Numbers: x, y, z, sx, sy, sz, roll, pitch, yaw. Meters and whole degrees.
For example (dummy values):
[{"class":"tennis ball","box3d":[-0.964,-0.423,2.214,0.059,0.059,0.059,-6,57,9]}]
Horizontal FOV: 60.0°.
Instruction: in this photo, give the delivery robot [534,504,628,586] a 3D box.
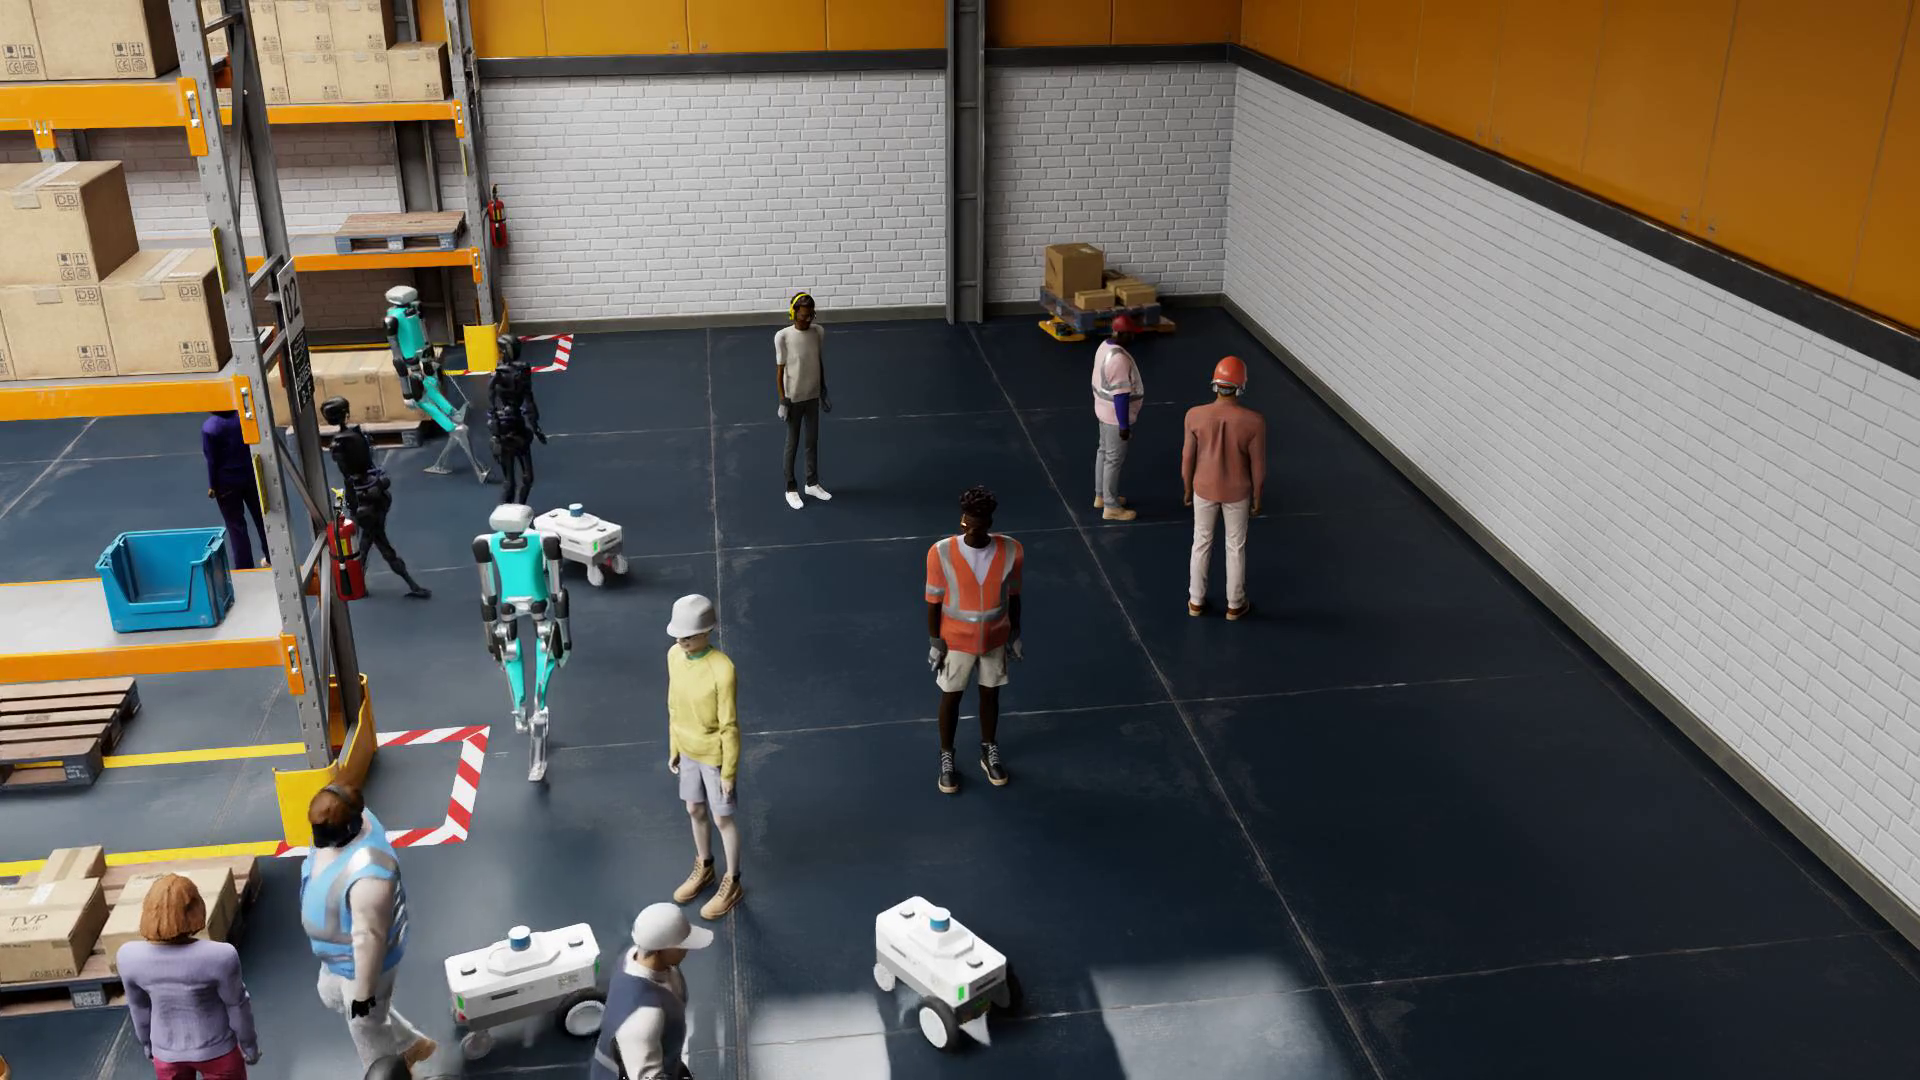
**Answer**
[{"class":"delivery robot","box3d":[-2.989,-0.001,13.020,0.769,0.577,0.499,15,28,30]}]

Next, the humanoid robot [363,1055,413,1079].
[{"class":"humanoid robot","box3d":[-1.928,2.540,5.859,0.610,1.644,0.516,-4,24,-10]}]

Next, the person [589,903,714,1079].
[{"class":"person","box3d":[-1.281,2.168,6.686,0.898,1.703,0.778,2,24,4]}]

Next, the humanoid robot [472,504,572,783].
[{"class":"humanoid robot","box3d":[-2.636,0.678,10.032,0.549,1.733,1.023,-1,24,-2]}]

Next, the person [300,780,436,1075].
[{"class":"person","box3d":[-2.639,1.810,7.359,0.479,1.818,0.675,-14,27,-29]}]

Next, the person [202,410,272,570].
[{"class":"person","box3d":[-5.556,-0.459,12.751,0.349,1.622,0.466,15,28,30]}]

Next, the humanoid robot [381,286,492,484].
[{"class":"humanoid robot","box3d":[-4.524,-1.315,14.658,0.861,1.840,0.561,6,24,13]}]

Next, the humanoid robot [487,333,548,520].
[{"class":"humanoid robot","box3d":[-3.674,-0.891,13.693,0.329,1.642,0.599,10,26,21]}]

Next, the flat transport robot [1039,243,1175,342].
[{"class":"flat transport robot","box3d":[1.687,-2.509,19.112,1.431,0.231,0.659,-8,25,-17]}]

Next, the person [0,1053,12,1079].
[{"class":"person","box3d":[-4.828,1.683,7.490,0.730,1.945,0.389,7,25,16]}]

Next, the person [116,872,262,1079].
[{"class":"person","box3d":[-3.163,2.106,6.912,0.493,1.624,0.281,-1,24,-2]}]

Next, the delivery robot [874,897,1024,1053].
[{"class":"delivery robot","box3d":[-0.085,2.108,8.240,0.499,0.595,0.783,-19,30,-37]}]

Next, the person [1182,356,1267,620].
[{"class":"person","box3d":[1.911,-0.367,12.089,0.607,1.994,0.376,7,25,16]}]

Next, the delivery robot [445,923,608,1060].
[{"class":"delivery robot","box3d":[-2.122,2.151,8.116,0.751,0.576,0.499,-10,26,-22]}]

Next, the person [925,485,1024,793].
[{"class":"person","box3d":[0.092,0.584,9.963,0.603,1.962,0.373,-5,24,-12]}]

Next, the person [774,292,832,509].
[{"class":"person","box3d":[-1.320,-1.198,14.143,0.517,1.865,0.328,-19,30,-36]}]

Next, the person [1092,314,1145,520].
[{"class":"person","box3d":[1.323,-1.040,13.922,0.419,1.750,0.619,-3,24,-8]}]

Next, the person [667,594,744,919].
[{"class":"person","box3d":[-1.346,1.130,8.827,0.481,1.887,0.402,17,29,34]}]

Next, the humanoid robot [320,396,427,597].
[{"class":"humanoid robot","box3d":[-4.429,-0.306,12.400,0.736,1.623,0.612,0,24,-1]}]
